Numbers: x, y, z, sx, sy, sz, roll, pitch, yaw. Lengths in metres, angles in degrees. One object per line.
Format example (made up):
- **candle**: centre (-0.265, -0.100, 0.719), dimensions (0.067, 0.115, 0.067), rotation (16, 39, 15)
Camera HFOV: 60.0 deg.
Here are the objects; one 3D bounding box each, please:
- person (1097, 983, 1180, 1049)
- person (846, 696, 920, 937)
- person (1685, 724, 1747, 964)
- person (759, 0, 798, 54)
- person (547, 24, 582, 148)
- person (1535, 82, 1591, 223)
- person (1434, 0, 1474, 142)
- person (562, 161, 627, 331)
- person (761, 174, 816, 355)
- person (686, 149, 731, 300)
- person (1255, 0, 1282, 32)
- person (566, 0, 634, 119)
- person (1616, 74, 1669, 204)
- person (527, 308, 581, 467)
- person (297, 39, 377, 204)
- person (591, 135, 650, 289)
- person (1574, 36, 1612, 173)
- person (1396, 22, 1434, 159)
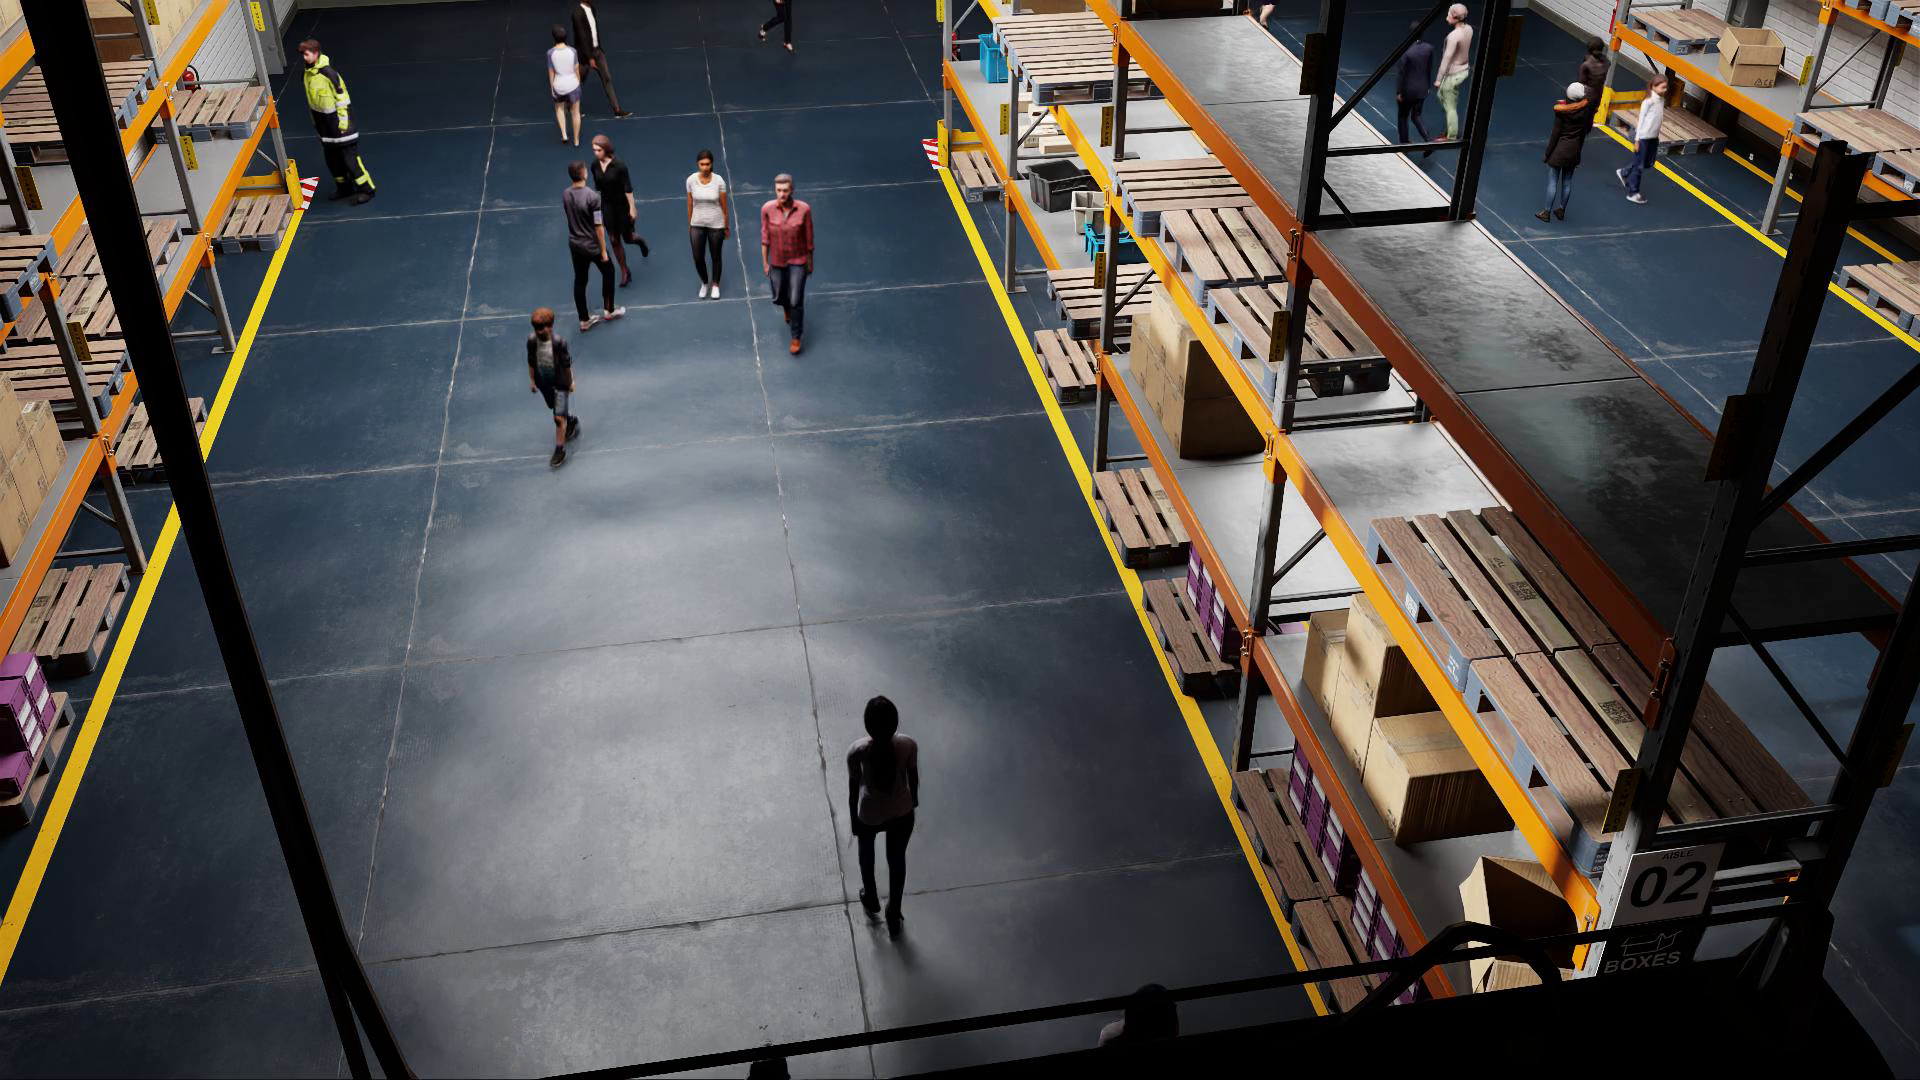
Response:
- **person**: centre (0.828, 2.763, 8.424), dimensions (0.731, 1.587, 0.967), rotation (-10, 35, -14)
- **person**: centre (-0.426, 1.695, 9.921), dimensions (0.589, 1.708, 0.622), rotation (-5, 34, -7)
- **person**: centre (4.410, 1.719, 9.892), dimensions (0.953, 1.701, 1.171), rotation (10, 35, 15)
- **person**: centre (-2.720, -8.082, 24.616), dimensions (0.879, 1.724, 0.883), rotation (12, 36, 18)
- **person**: centre (-5.049, -5.803, 21.348), dimensions (0.552, 1.548, 0.548), rotation (-7, 34, -10)
- **person**: centre (7.024, -4.508, 19.319), dimensions (0.625, 1.637, 0.605), rotation (-7, 34, -10)
- **person**: centre (6.379, -5.876, 21.192), dimensions (0.878, 1.841, 0.831), rotation (28, 43, 35)
- **person**: centre (-3.835, -2.940, 16.864), dimensions (0.877, 1.743, 0.945), rotation (16, 37, 23)
- **person**: centre (-1.694, -2.811, 16.610), dimensions (0.811, 1.808, 1.056), rotation (0, 34, 0)
- **person**: centre (-2.657, -3.363, 17.599), dimensions (0.632, 1.633, 0.613), rotation (0, 34, 0)
- **person**: centre (4.673, -8.493, 25.295), dimensions (0.972, 1.657, 1.023), rotation (24, 41, 32)
- **person**: centre (-5.022, -6.441, 22.121), dimensions (1.142, 1.753, 1.221), rotation (13, 36, 18)
- **person**: centre (8.140, -4.832, 19.890), dimensions (0.693, 1.544, 0.842), rotation (-19, 38, -26)
- **person**: centre (-3.611, -1.441, 14.904), dimensions (0.782, 1.415, 1.039), rotation (8, 34, 12)
- **person**: centre (-7.418, -4.973, 19.717), dimensions (0.914, 1.970, 0.960), rotation (19, 38, 26)
- **person**: centre (-3.646, -3.573, 17.869), dimensions (0.874, 1.683, 0.984), rotation (9, 35, 14)
- **person**: centre (7.726, -5.498, 20.792), dimensions (0.922, 1.654, 0.648), rotation (-6, 34, -9)
- **person**: centre (5.747, -5.608, 20.915), dimensions (0.770, 1.702, 0.983), rotation (-9, 35, -13)
